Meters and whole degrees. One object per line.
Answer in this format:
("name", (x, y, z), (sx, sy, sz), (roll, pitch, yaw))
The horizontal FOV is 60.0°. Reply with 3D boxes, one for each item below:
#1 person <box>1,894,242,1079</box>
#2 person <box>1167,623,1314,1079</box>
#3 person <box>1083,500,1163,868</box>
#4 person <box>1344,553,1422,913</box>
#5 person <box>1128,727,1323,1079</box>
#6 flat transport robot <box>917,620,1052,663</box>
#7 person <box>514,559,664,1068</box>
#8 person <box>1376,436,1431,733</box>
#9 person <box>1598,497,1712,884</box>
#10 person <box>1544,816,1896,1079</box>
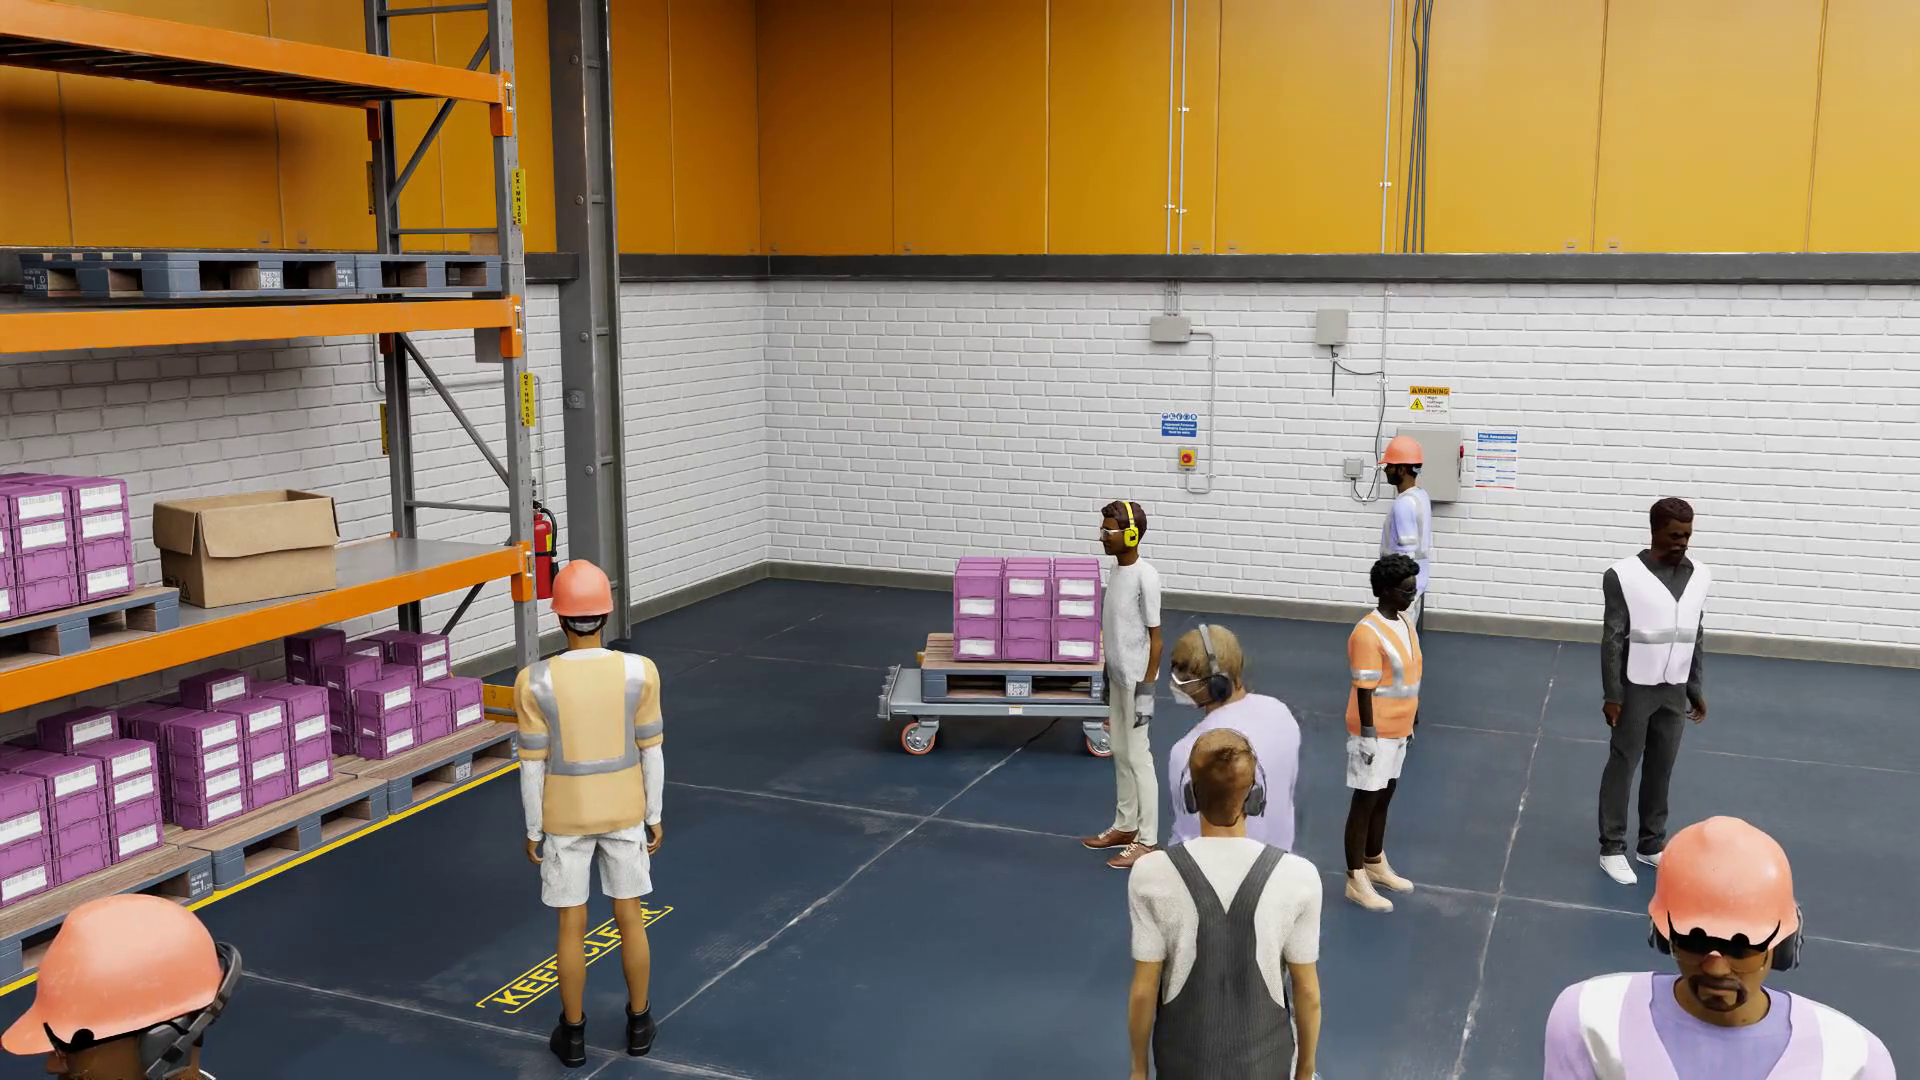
("person", (-1.298, 1.567, 2.779), (0.611, 2.042, 0.395), (8, 12, 41))
("person", (0.916, 1.202, 5.417), (0.648, 1.903, 0.572), (-9, 13, -44))
("person", (0.847, 0.722, 8.424), (0.315, 1.869, 0.526), (-3, 10, -17))
("person", (2.012, 0.896, 7.903), (0.319, 1.694, 0.532), (7, 11, 35))
("person", (0.689, 1.402, 4.401), (0.504, 1.839, 0.344), (1, 9, 6))
("flat transport robot", (0.440, 0.810, 12.723), (1.431, 0.197, 0.652), (-7, 12, -35))
("person", (-1.396, 1.034, 6.316), (0.544, 1.943, 0.347), (-3, 10, -19))
("person", (2.857, 0.292, 10.824), (0.360, 1.936, 0.552), (4, 10, 24))
("person", (3.430, 0.730, 8.246), (0.590, 1.915, 0.392), (-3, 10, -18))
("person", (1.392, 1.505, 3.156), (0.614, 2.041, 0.389), (4, 10, 20))
